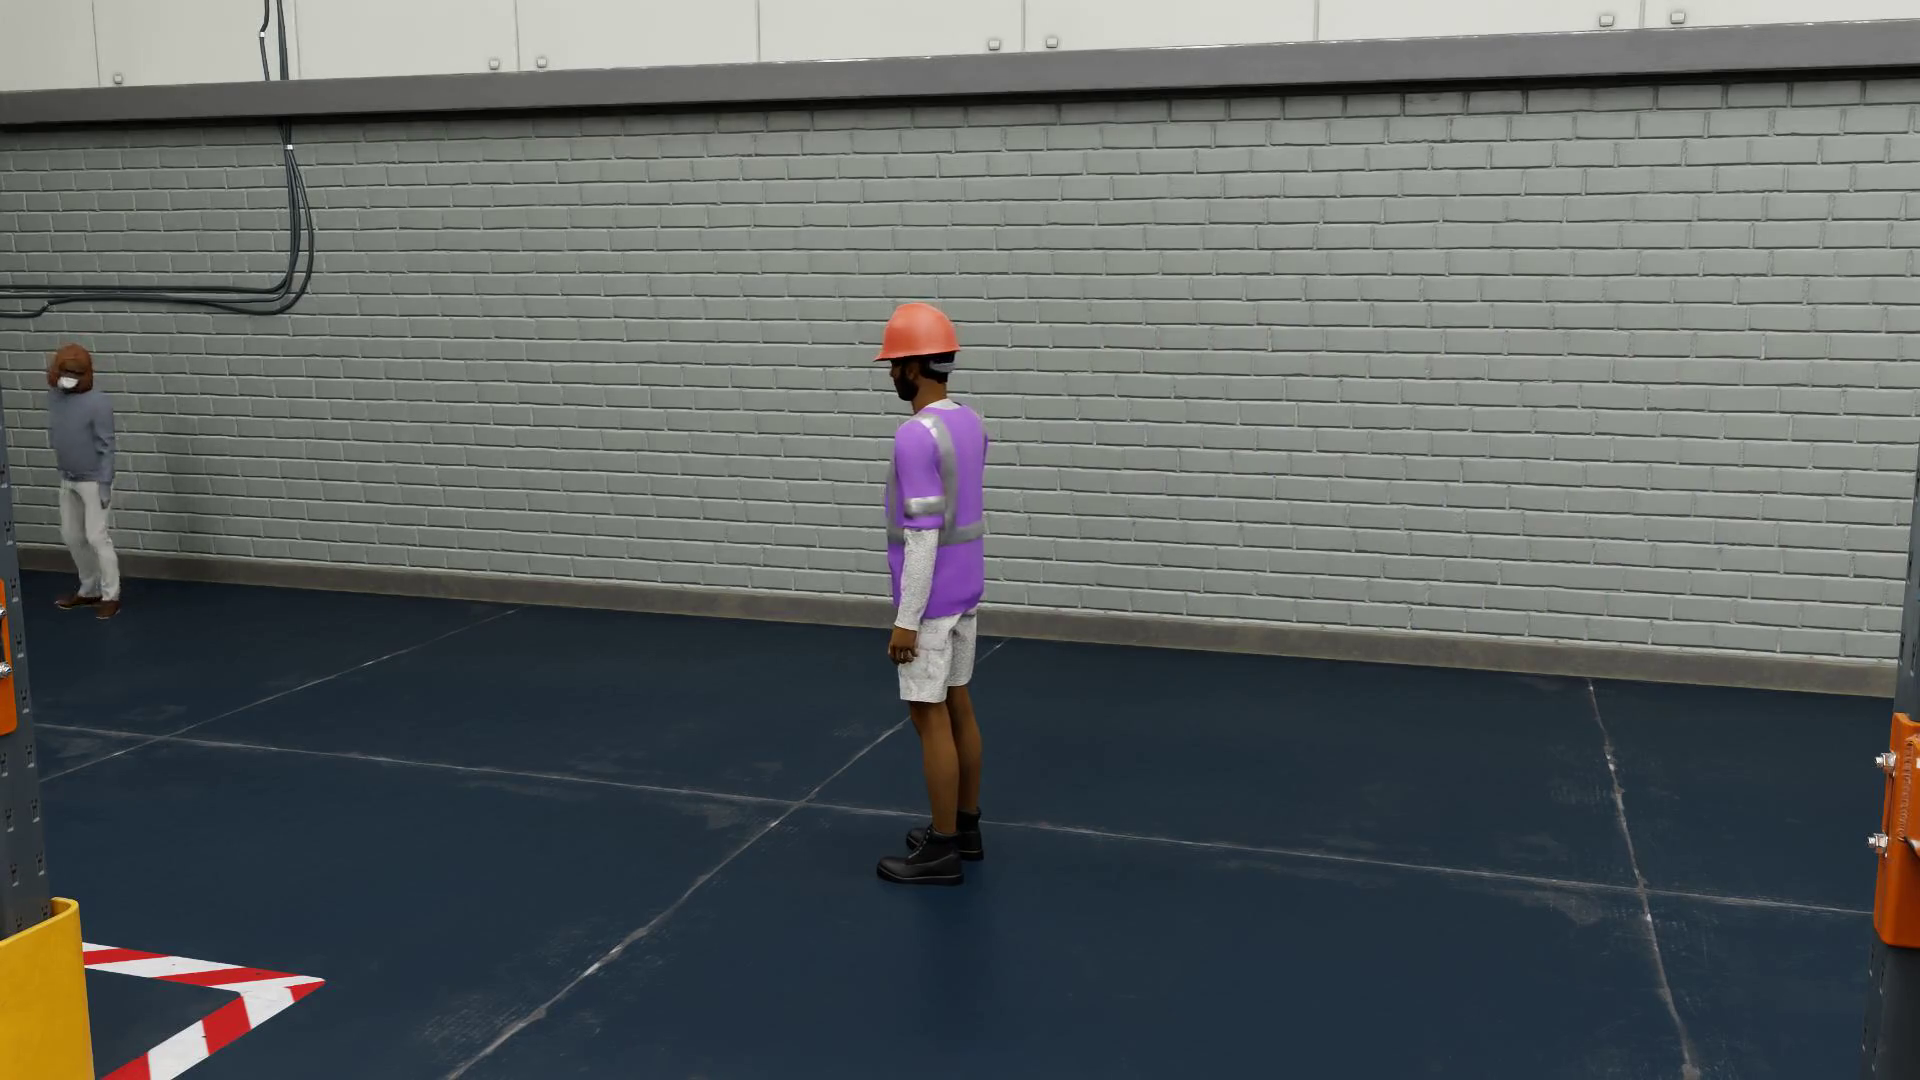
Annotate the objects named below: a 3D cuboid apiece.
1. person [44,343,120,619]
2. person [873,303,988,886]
[{"bbox_3d":[-5.070,-0.337,9.623,0.585,1.604,0.409,4,10,24],"label":"person"},{"bbox_3d":[-0.114,0.184,5.555,0.373,1.933,0.551,4,10,20],"label":"person"}]
